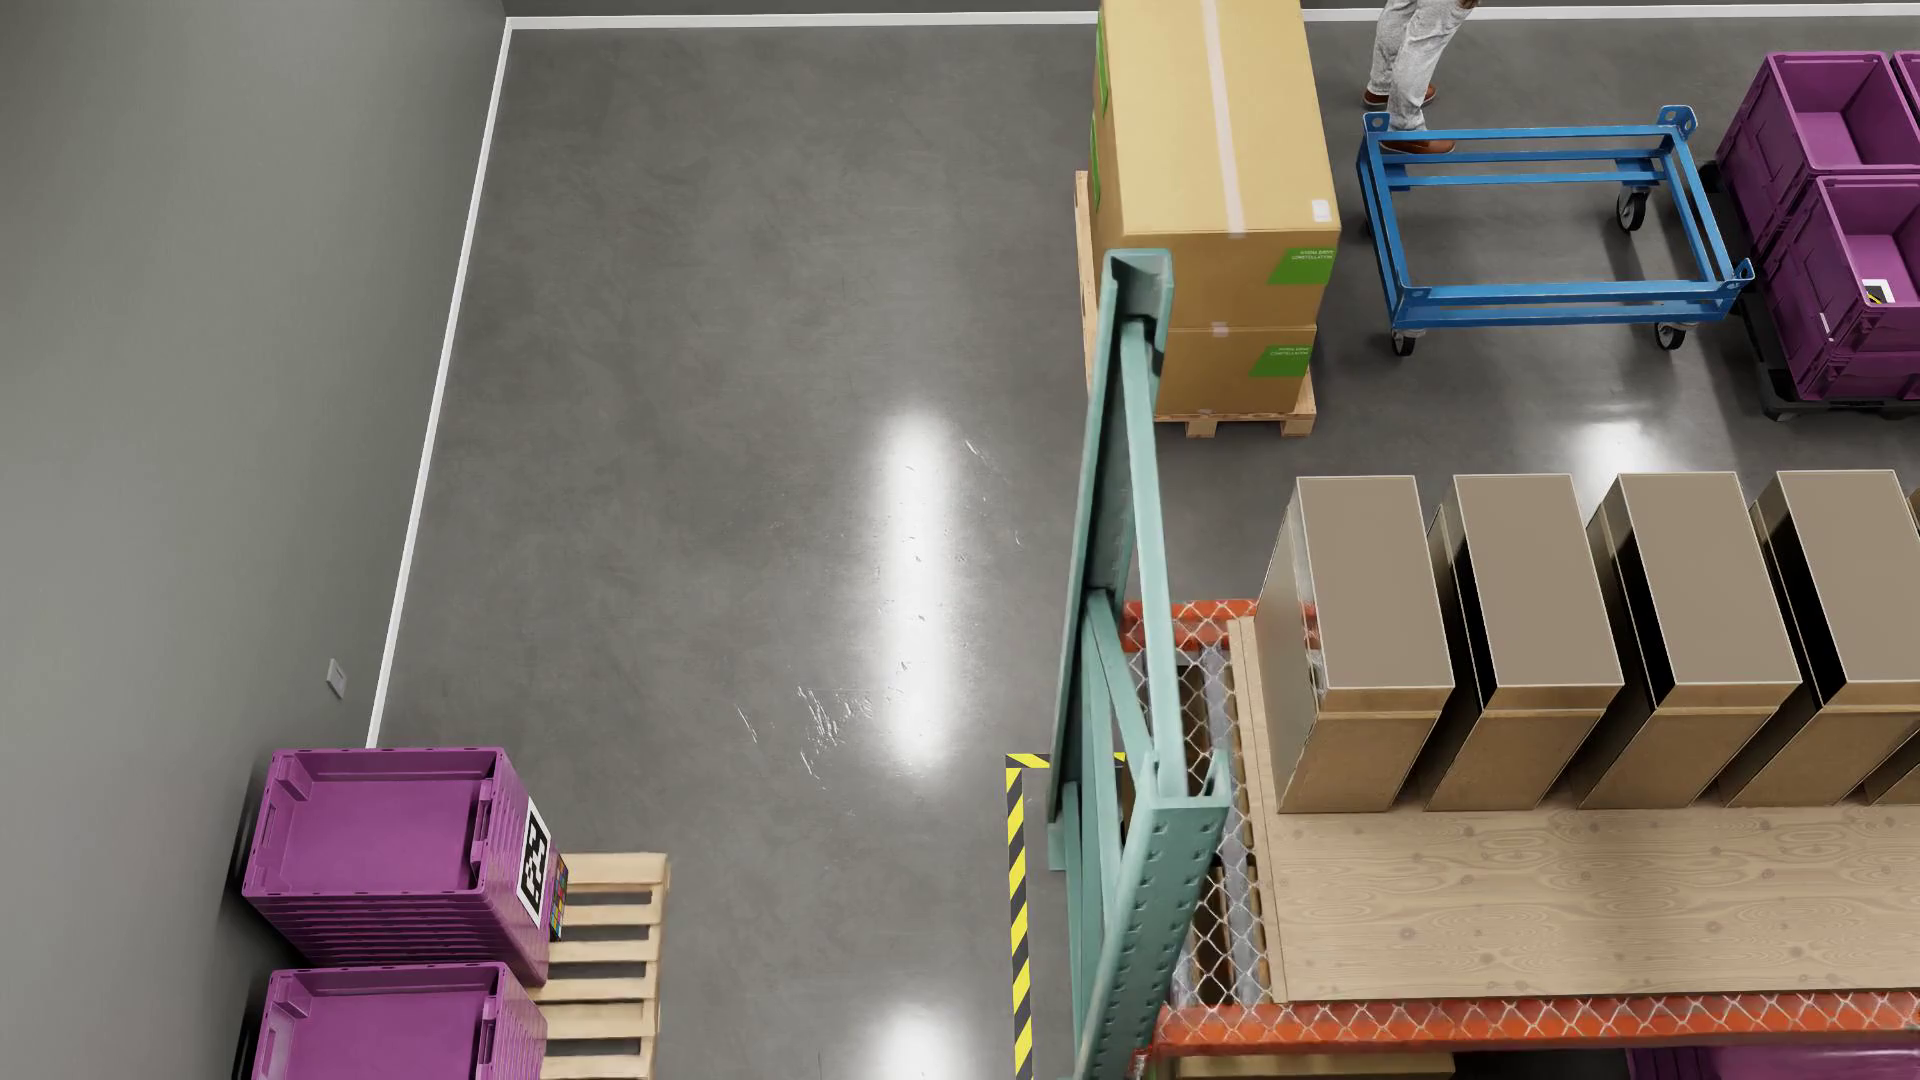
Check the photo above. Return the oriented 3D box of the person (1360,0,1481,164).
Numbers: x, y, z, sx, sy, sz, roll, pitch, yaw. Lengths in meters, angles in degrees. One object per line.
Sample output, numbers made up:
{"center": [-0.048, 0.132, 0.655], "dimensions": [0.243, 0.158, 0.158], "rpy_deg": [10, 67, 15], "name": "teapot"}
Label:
{"center": [1.822, -2.245, 6.079], "dimensions": [0.371, 1.941, 0.627], "rpy_deg": [-2, 58, -1], "name": "person"}
